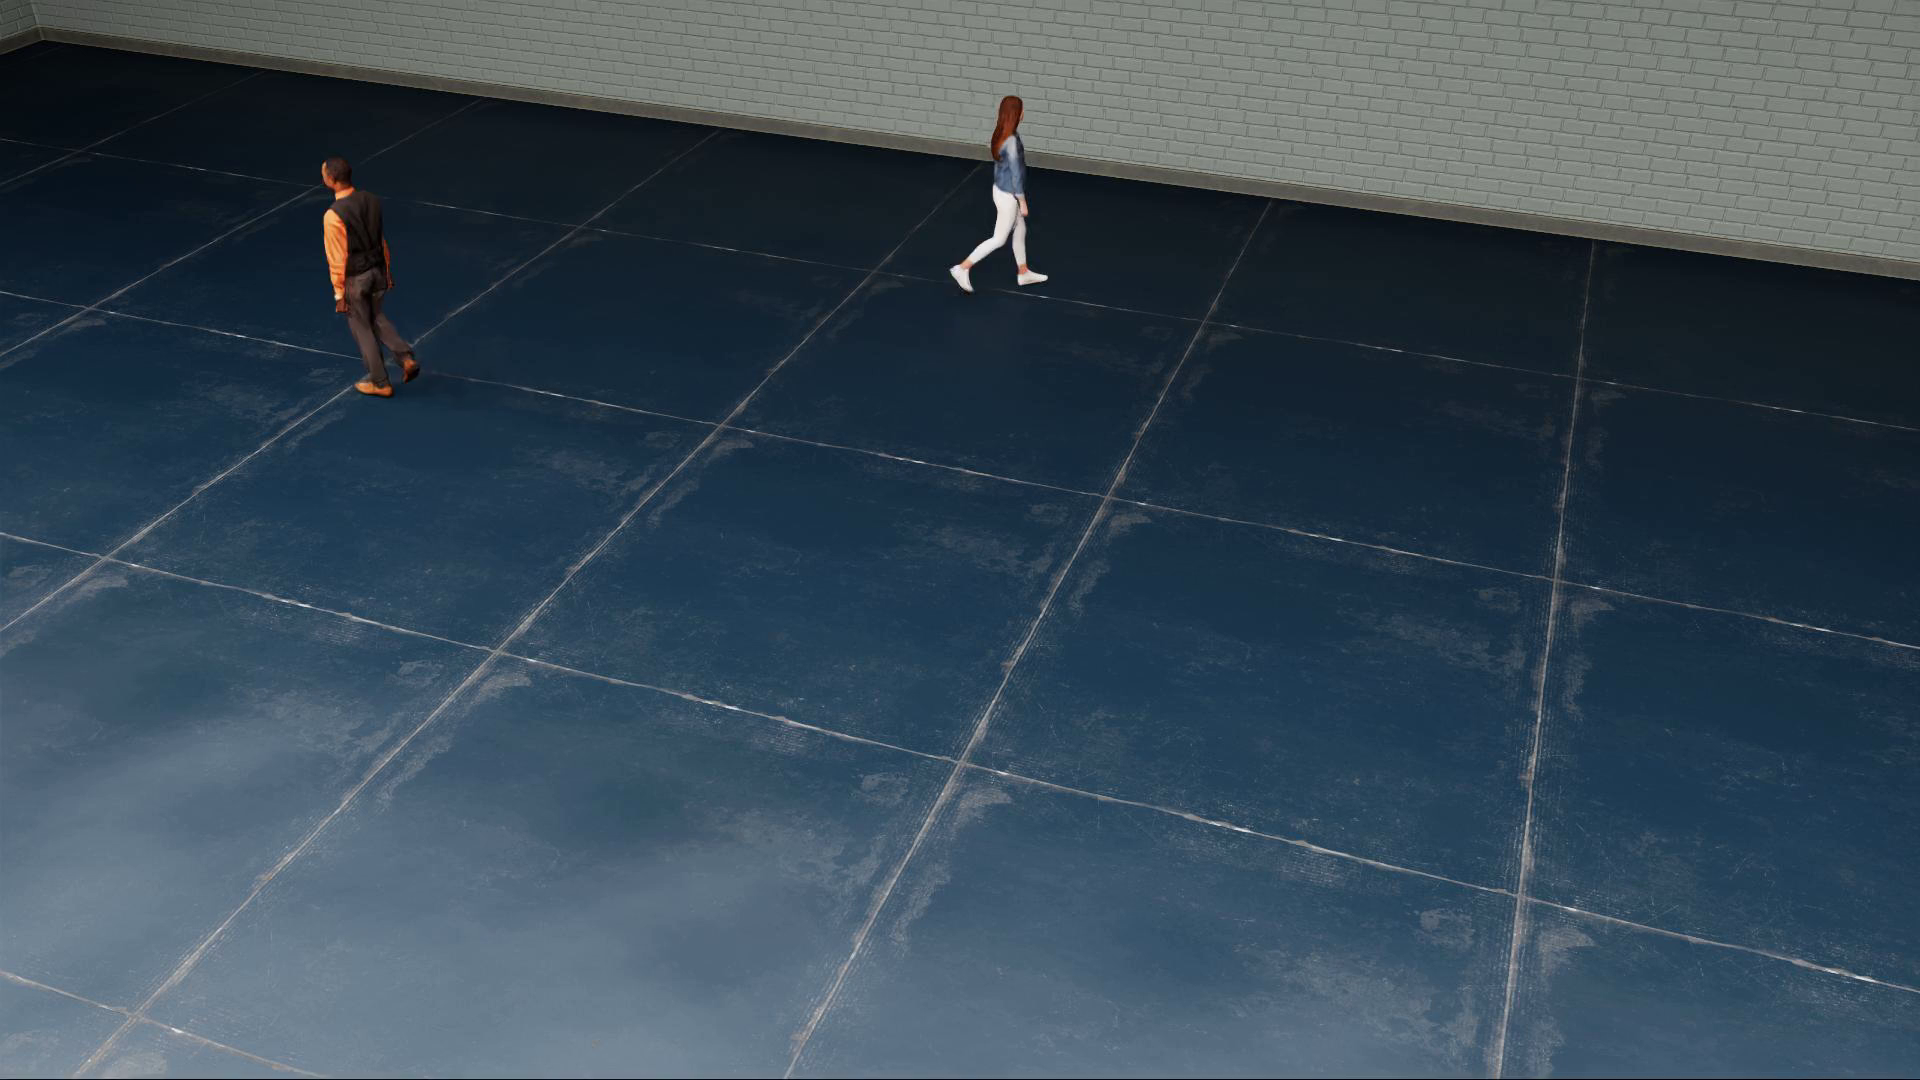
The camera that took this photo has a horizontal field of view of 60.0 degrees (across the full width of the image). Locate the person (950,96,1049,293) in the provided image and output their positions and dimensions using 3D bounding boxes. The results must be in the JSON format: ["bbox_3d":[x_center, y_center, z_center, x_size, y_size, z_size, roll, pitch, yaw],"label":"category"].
[{"bbox_3d":[0.314,-2.870,14.009,0.991,1.676,1.126,-4,33,-6],"label":"person"}]

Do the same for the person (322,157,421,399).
[{"bbox_3d":[-4.348,-1.908,12.327,0.814,1.897,0.798,15,36,22],"label":"person"}]
